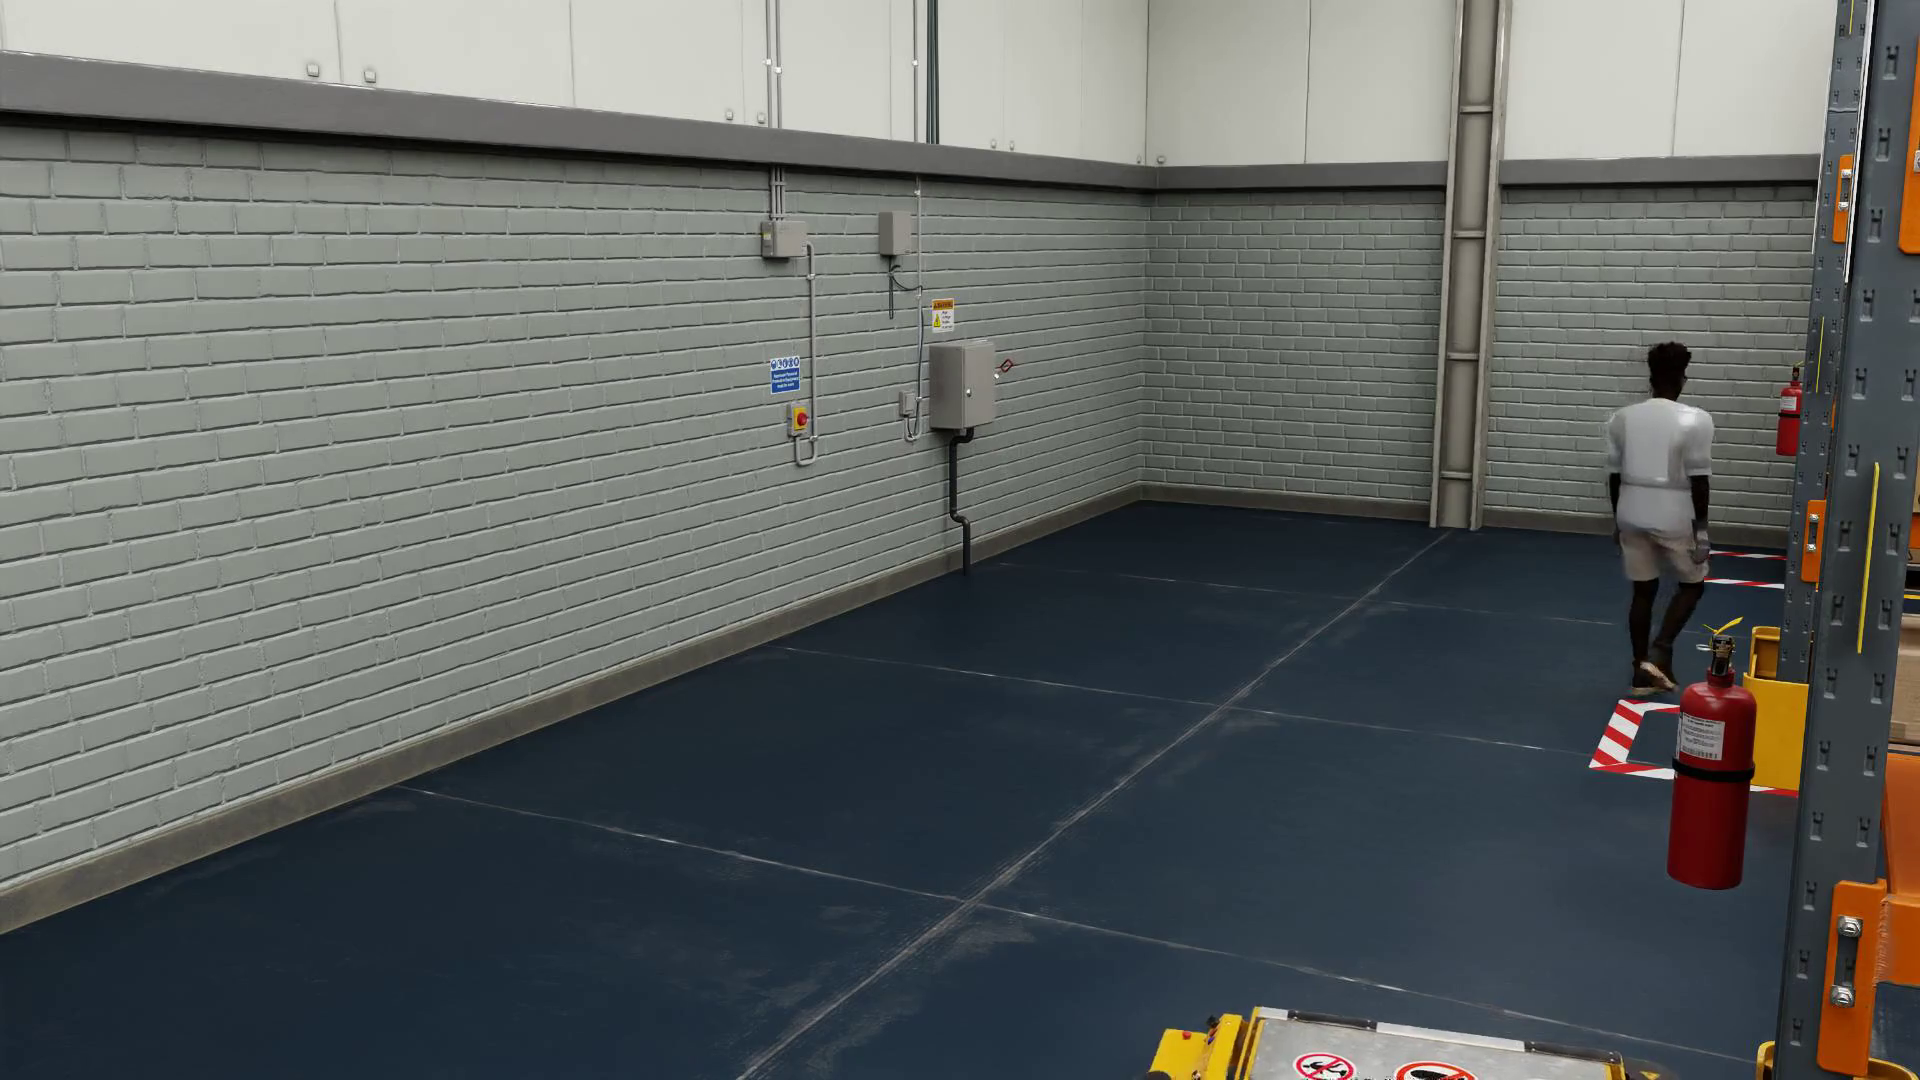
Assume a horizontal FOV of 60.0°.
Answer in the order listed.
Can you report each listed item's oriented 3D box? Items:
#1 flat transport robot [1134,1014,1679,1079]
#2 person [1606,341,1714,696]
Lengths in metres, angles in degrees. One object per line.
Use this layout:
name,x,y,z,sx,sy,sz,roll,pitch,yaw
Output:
flat transport robot,1.217,1.563,4.551,1.431,0.197,0.652,3,11,17
person,3.826,-0.107,9.085,0.421,1.941,0.638,-8,13,-37
